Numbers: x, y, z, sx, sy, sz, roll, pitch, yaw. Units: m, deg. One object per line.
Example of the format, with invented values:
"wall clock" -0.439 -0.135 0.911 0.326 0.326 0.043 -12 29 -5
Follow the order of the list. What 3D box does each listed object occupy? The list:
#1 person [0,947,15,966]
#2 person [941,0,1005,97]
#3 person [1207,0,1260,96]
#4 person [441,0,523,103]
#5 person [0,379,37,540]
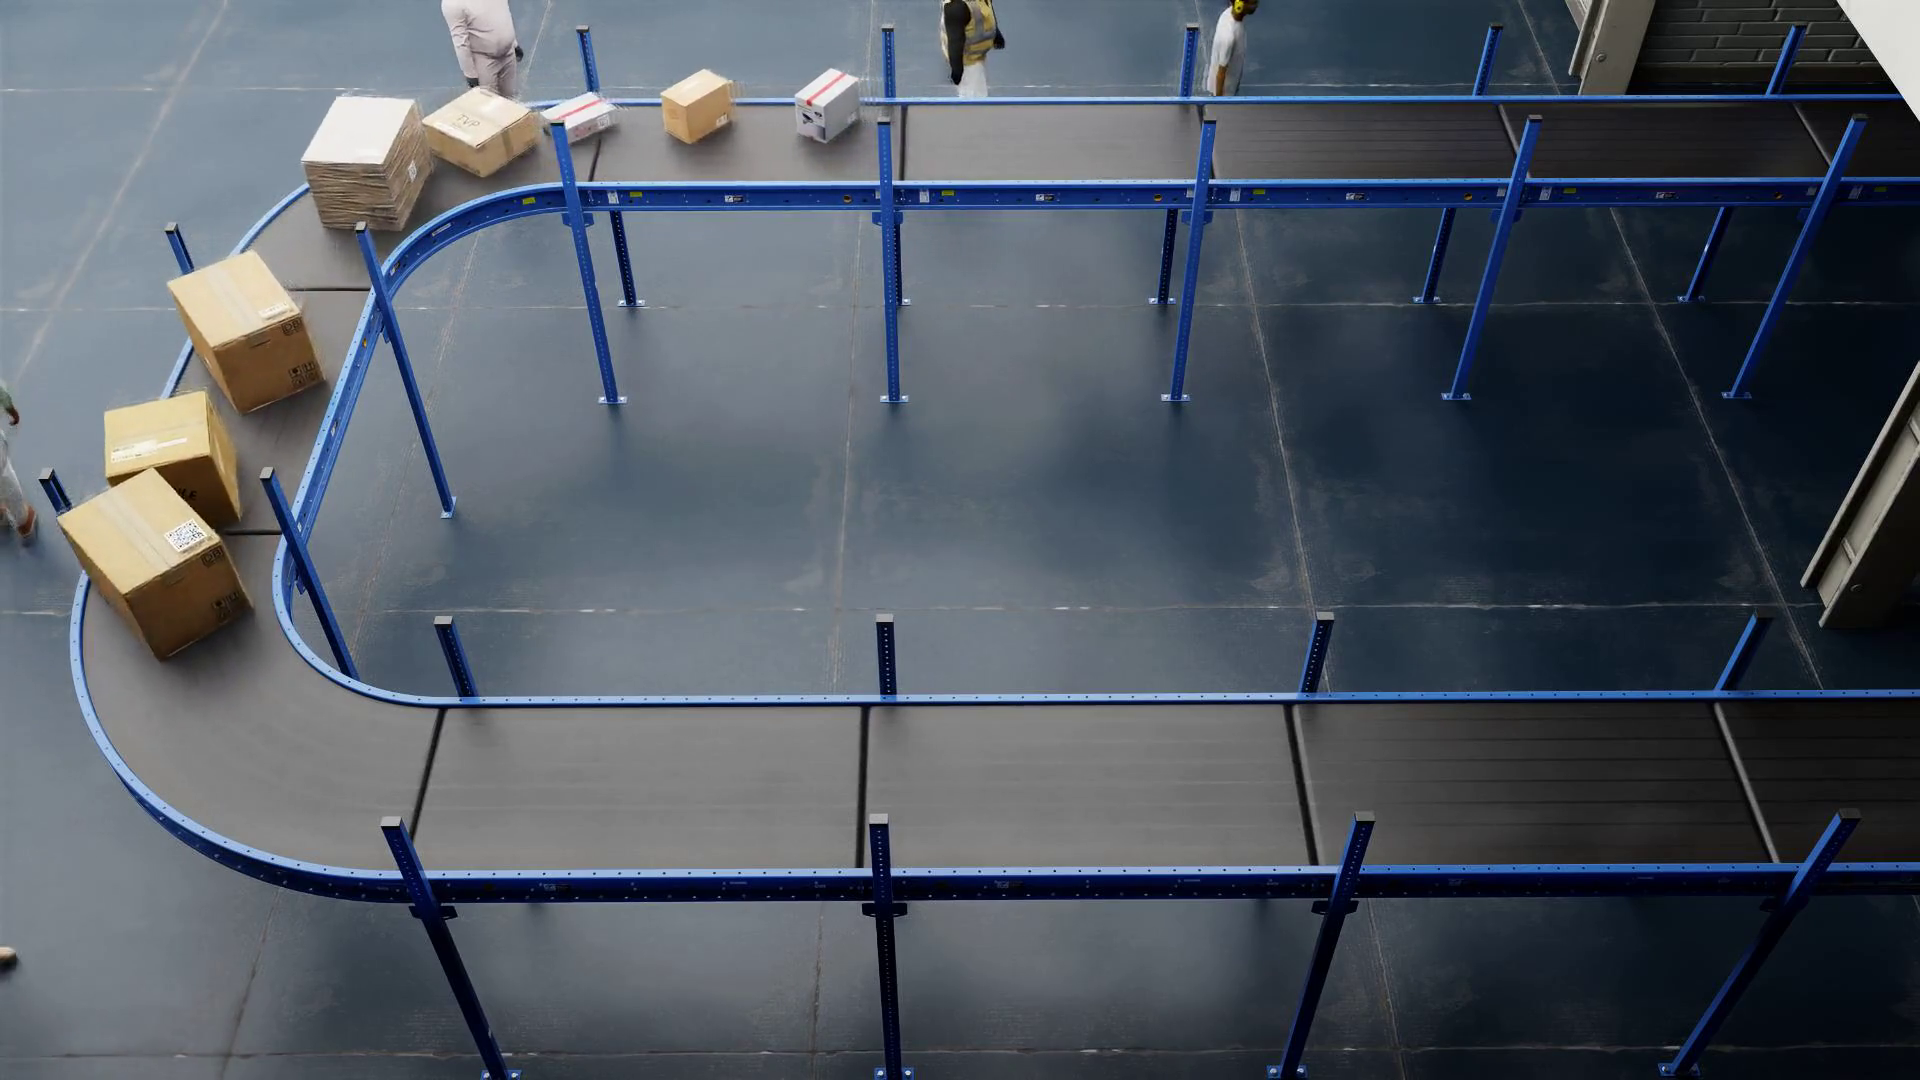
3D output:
"person" -5.181 1.799 8.448 0.535 1.682 0.546 -8 47 -7
"person" 0.100 -3.892 13.656 0.488 1.833 0.648 8 48 8
"person" 2.083 -3.472 13.248 0.403 1.856 0.552 8 48 8
"person" -3.677 -3.811 13.537 0.400 1.902 0.643 21 51 19
"person" -6.221 -0.787 10.692 0.649 1.929 0.502 -16 49 -14
